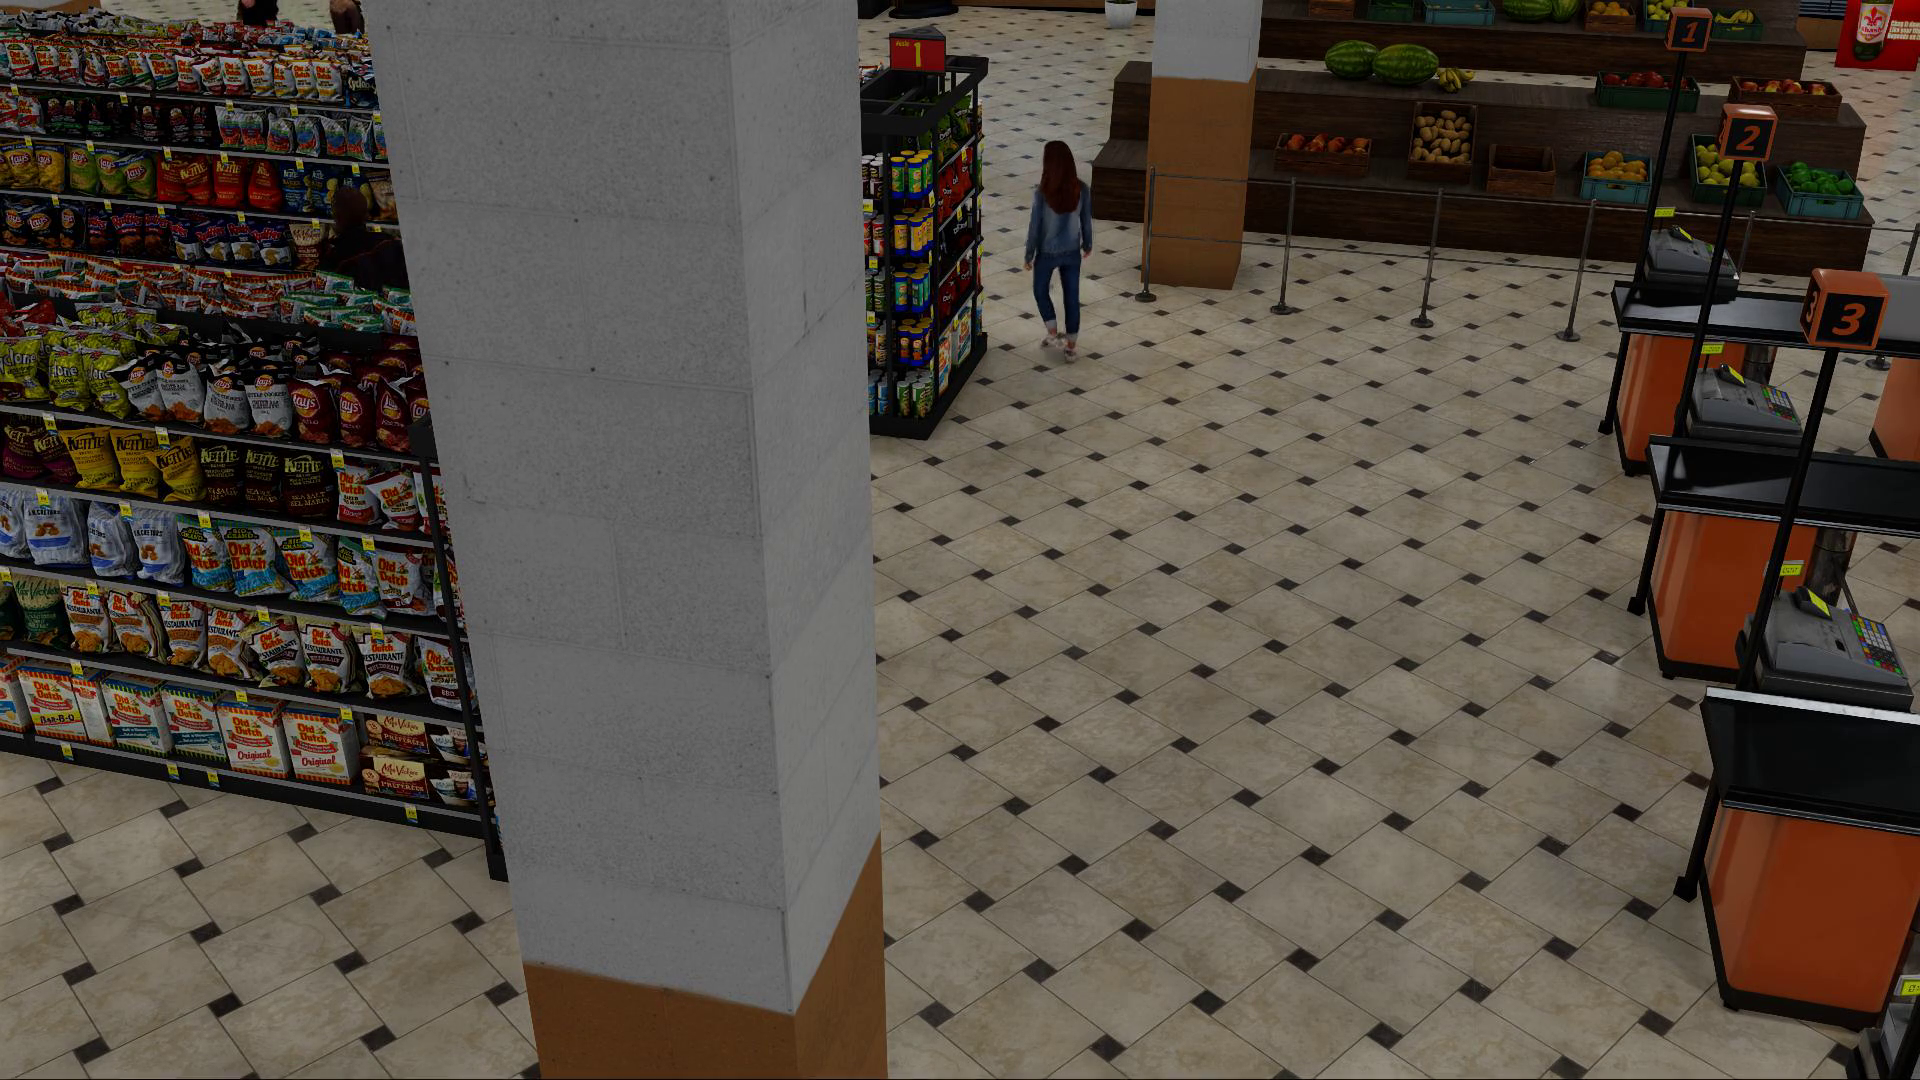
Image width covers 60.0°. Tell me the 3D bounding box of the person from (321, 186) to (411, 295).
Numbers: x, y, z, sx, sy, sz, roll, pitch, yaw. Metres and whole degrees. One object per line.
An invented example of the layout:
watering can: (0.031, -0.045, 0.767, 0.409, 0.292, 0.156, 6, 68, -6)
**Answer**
person: (-3.127, -1.016, 9.087, 0.967, 1.807, 0.820, 14, 32, 24)

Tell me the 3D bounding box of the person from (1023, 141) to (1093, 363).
person: (0.667, -1.881, 11.031, 0.718, 1.463, 0.824, -6, 29, -11)
